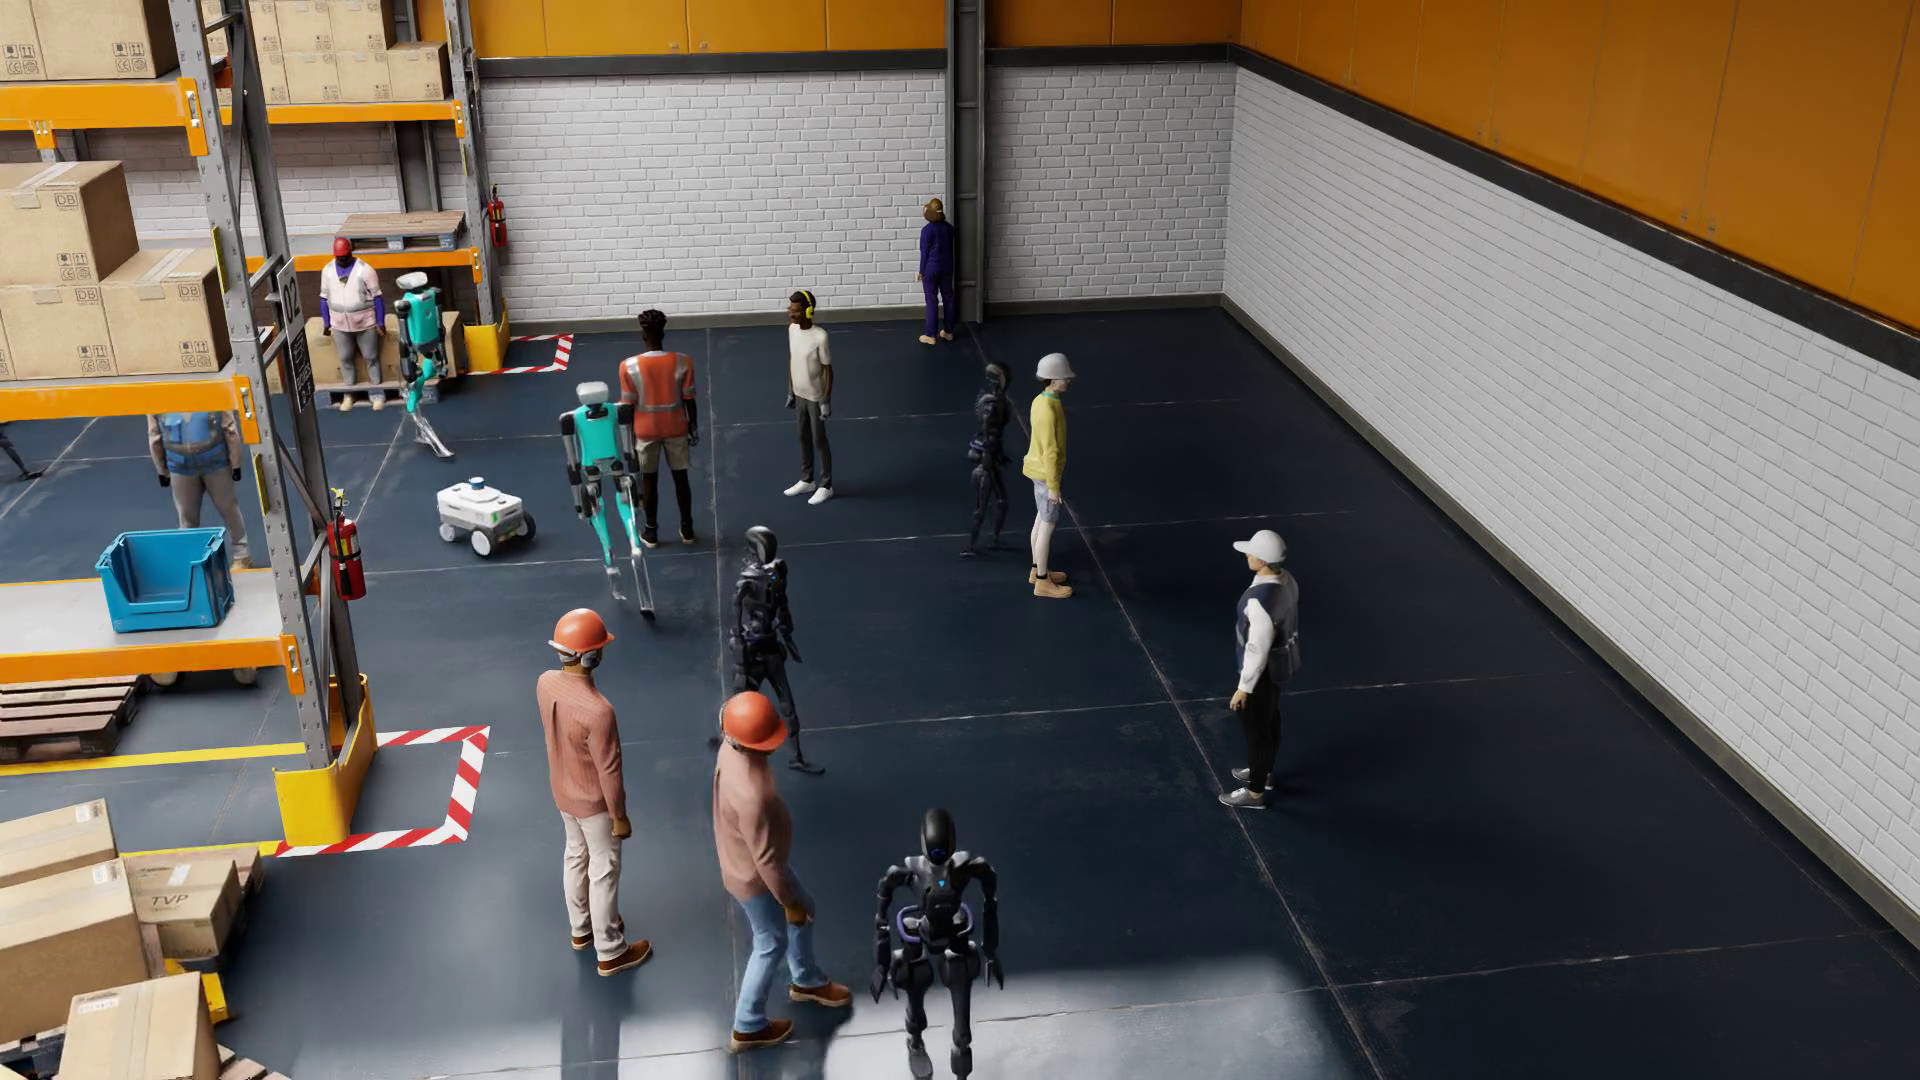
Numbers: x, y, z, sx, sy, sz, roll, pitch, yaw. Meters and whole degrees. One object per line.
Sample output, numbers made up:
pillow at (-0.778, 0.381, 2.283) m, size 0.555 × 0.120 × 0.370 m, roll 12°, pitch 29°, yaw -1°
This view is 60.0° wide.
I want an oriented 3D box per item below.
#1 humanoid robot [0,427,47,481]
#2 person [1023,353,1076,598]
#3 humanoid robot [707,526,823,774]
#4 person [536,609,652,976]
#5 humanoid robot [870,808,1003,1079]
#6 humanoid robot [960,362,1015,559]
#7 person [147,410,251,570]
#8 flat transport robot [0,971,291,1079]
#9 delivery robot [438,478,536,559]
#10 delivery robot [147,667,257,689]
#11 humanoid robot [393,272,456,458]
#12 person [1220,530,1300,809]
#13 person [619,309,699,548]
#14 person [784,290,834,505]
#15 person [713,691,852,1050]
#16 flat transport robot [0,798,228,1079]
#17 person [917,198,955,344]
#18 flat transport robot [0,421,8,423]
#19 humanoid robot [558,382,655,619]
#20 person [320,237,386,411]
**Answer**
humanoid robot at (-8.595, -1.235, 14.525) m, size 0.798 × 1.621 × 0.589 m, roll -20°, pitch 31°, yaw -38°
person at (0.662, -0.487, 12.493) m, size 0.385 × 1.892 × 0.470 m, roll -2°, pitch 24°, yaw -4°
humanoid robot at (-1.229, 0.674, 10.170) m, size 0.770 × 1.632 × 0.609 m, roll 12°, pitch 26°, yaw 25°
person at (-1.853, 1.266, 8.384) m, size 0.401 × 1.986 × 0.610 m, roll -20°, pitch 31°, yaw -38°
humanoid robot at (-0.100, 1.862, 7.443) m, size 0.609 × 1.625 × 0.771 m, roll -4°, pitch 24°, yaw -10°
humanoid robot at (0.207, -0.631, 13.096) m, size 0.415 × 1.641 × 0.598 m, roll 5°, pitch 24°, yaw 12°
person at (-5.837, -0.575, 12.769) m, size 0.635 × 1.834 × 0.431 m, roll -7°, pitch 25°, yaw -15°
flat transport robot at (-3.627, 2.761, 7.106) m, size 1.431 × 0.231 × 0.659 m, roll 13°, pitch 27°, yaw 27°
delivery robot at (-3.897, -0.218, 13.526) m, size 0.765 × 0.585 × 0.499 m, roll 14°, pitch 27°, yaw 29°
delivery robot at (-5.181, 0.688, 11.460) m, size 0.768 × 0.583 × 0.499 m, roll 0°, pitch 24°, yaw 1°
humanoid robot at (-4.990, -1.594, 15.194) m, size 0.886 × 1.770 × 0.554 m, roll 12°, pitch 26°, yaw 26°
person at (1.770, 0.759, 9.811) m, size 0.439 × 1.757 × 0.772 m, roll 10°, pitch 26°, yaw 22°
person at (-2.391, -0.892, 13.329) m, size 0.598 × 1.957 × 0.365 m, roll -7°, pitch 25°, yaw -15°
person at (-1.293, -1.221, 14.188) m, size 0.323 × 1.870 × 0.513 m, roll -22°, pitch 32°, yaw -40°
person at (-0.811, 1.526, 7.812) m, size 0.700 × 1.942 × 0.635 m, roll -5°, pitch 24°, yaw -12°
flat transport robot at (-4.391, 2.320, 8.110) m, size 1.431 × 0.231 × 0.659 m, roll -13°, pitch 27°, yaw -27°
person at (-0.269, -3.002, 18.547) m, size 0.450 × 1.623 × 0.337 m, roll -17°, pitch 29°, yaw -34°
flat transport robot at (-10.012, -1.292, 16.340) m, size 1.431 × 0.231 × 0.659 m, roll -3°, pitch 24°, yaw -7°
humanoid robot at (-2.487, -0.191, 12.071) m, size 0.552 × 1.785 × 1.005 m, roll -11°, pitch 26°, yaw -24°
person at (-5.973, -2.126, 16.398) m, size 0.606 × 1.749 × 0.418 m, roll -1°, pitch 24°, yaw -3°
